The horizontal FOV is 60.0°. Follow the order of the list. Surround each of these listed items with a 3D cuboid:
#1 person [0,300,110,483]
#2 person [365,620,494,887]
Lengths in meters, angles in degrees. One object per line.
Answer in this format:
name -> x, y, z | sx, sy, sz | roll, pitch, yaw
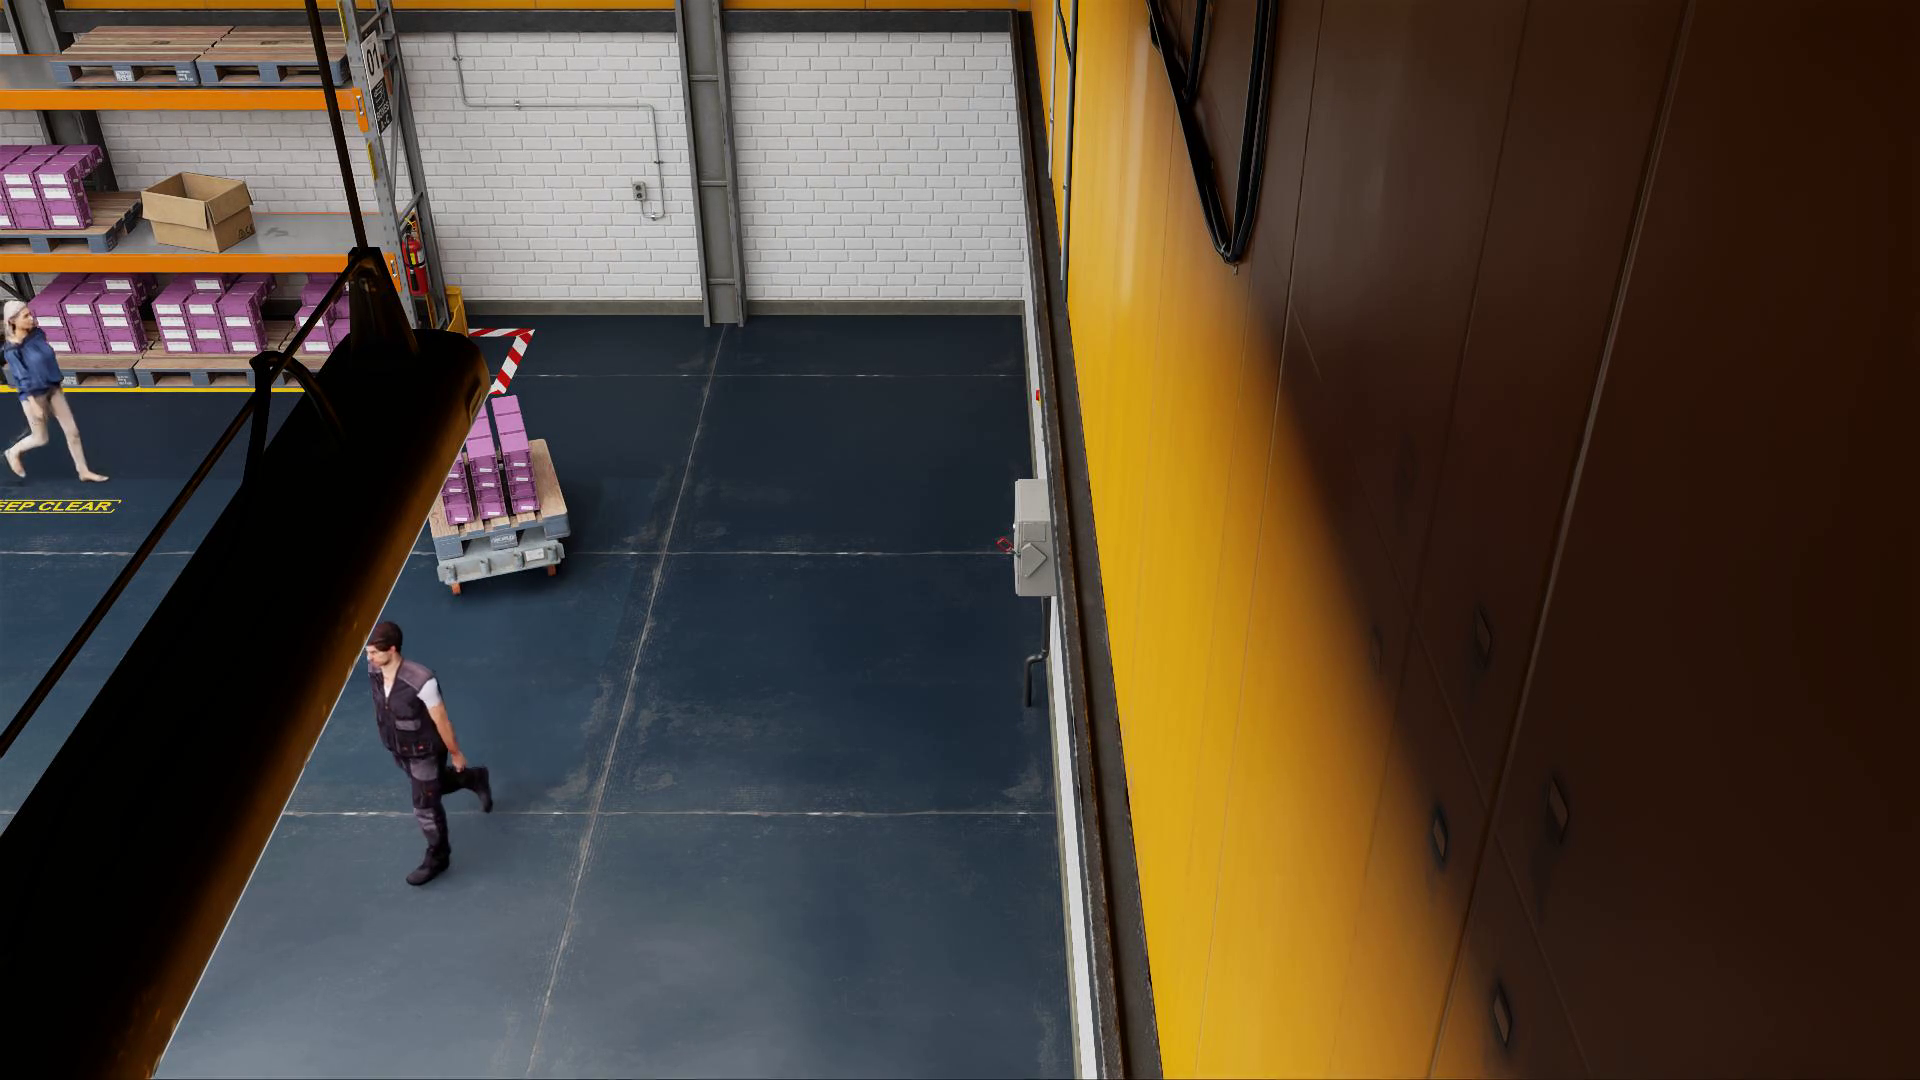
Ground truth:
person -> -7.606, -1.168, 13.629 | 1.071, 1.672, 0.739 | 5, 34, 8
person -> -3.163, 1.170, 9.982 | 1.153, 1.817, 1.113 | 17, 37, 23
